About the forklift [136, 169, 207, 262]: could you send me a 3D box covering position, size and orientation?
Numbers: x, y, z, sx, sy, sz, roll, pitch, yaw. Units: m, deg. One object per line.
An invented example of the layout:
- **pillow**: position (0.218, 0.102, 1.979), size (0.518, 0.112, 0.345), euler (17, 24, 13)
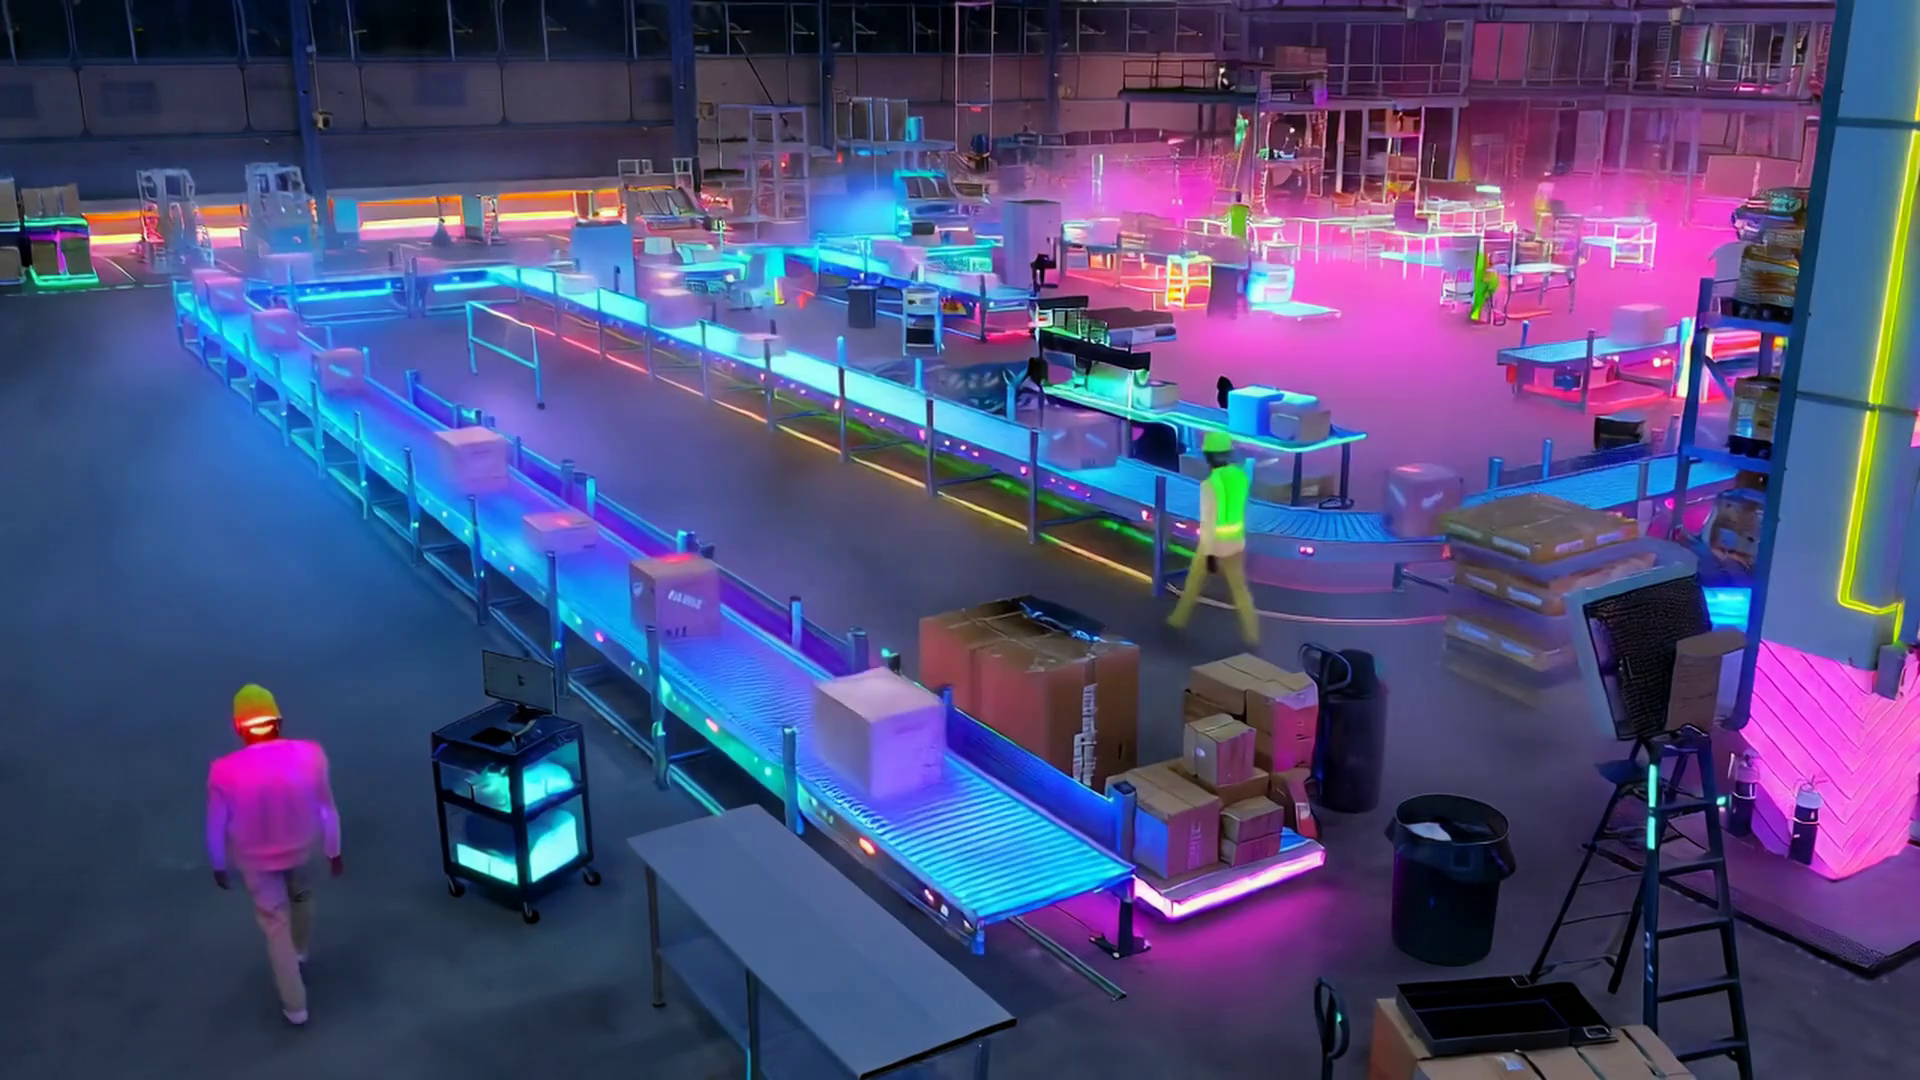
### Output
- **forklift**: position (-17.842, -7.318, 37.559), size (1.157, 1.987, 2.680), euler (-10, 20, -31)

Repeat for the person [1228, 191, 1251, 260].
- **person**: position (6.014, -6.550, 35.734), size (0.532, 1.869, 0.311), euler (9, 19, 28)

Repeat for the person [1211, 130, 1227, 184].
- **person**: position (9.293, -13.730, 59.637), size (0.575, 1.890, 0.439), euler (6, 18, 20)

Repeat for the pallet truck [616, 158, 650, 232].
- **pallet truck**: position (-8.918, -9.176, 44.255), size (0.823, 1.965, 1.885), euler (-9, 19, -27)

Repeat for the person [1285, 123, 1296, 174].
- **person**: position (12.671, -15.014, 63.798), size (0.366, 1.926, 0.594), euler (5, 17, 15)

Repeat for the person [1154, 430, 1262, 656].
- **person**: position (2.142, 0.010, 13.878), size (0.609, 1.896, 1.017), euler (-15, 22, -41)

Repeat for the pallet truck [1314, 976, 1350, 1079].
- **pallet truck**: position (2.299, 2.390, 7.086), size (1.601, 1.201, 0.680), euler (-2, 17, -7)

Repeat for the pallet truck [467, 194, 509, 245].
- **pallet truck**: position (-11.983, -8.177, 42.137), size (0.704, 1.261, 1.522), euler (-11, 20, -33)

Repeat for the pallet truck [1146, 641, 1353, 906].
- **pallet truck**: position (1.664, 1.407, 10.232), size (1.630, 1.274, 0.653), euler (-10, 20, -31)

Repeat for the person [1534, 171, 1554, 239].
- **person**: position (15.038, -8.589, 42.733), size (0.533, 1.751, 0.687), euler (-6, 18, -19)

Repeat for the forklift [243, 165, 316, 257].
- **forklift**: position (-15.898, -7.669, 38.708), size (1.157, 1.987, 2.680), euler (-11, 20, -33)

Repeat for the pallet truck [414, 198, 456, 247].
- **pallet truck**: position (-13.250, -8.060, 41.856), size (0.680, 1.201, 1.601), euler (-10, 20, -31)

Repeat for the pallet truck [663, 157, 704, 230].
- **pallet truck**: position (-7.586, -9.308, 44.692), size (0.823, 1.965, 1.885), euler (-11, 20, -33)

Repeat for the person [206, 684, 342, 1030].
- **person**: position (-3.619, 1.600, 8.754), size (0.617, 1.779, 0.929), euler (-11, 20, -32)

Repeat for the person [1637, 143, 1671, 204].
- **person**: position (21.823, -11.483, 52.129), size (1.035, 1.879, 0.553), euler (15, 22, 41)

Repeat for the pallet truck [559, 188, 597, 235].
- **pallet truck**: position (-10.010, -8.652, 43.699), size (0.653, 1.274, 1.630), euler (-10, 20, -31)
